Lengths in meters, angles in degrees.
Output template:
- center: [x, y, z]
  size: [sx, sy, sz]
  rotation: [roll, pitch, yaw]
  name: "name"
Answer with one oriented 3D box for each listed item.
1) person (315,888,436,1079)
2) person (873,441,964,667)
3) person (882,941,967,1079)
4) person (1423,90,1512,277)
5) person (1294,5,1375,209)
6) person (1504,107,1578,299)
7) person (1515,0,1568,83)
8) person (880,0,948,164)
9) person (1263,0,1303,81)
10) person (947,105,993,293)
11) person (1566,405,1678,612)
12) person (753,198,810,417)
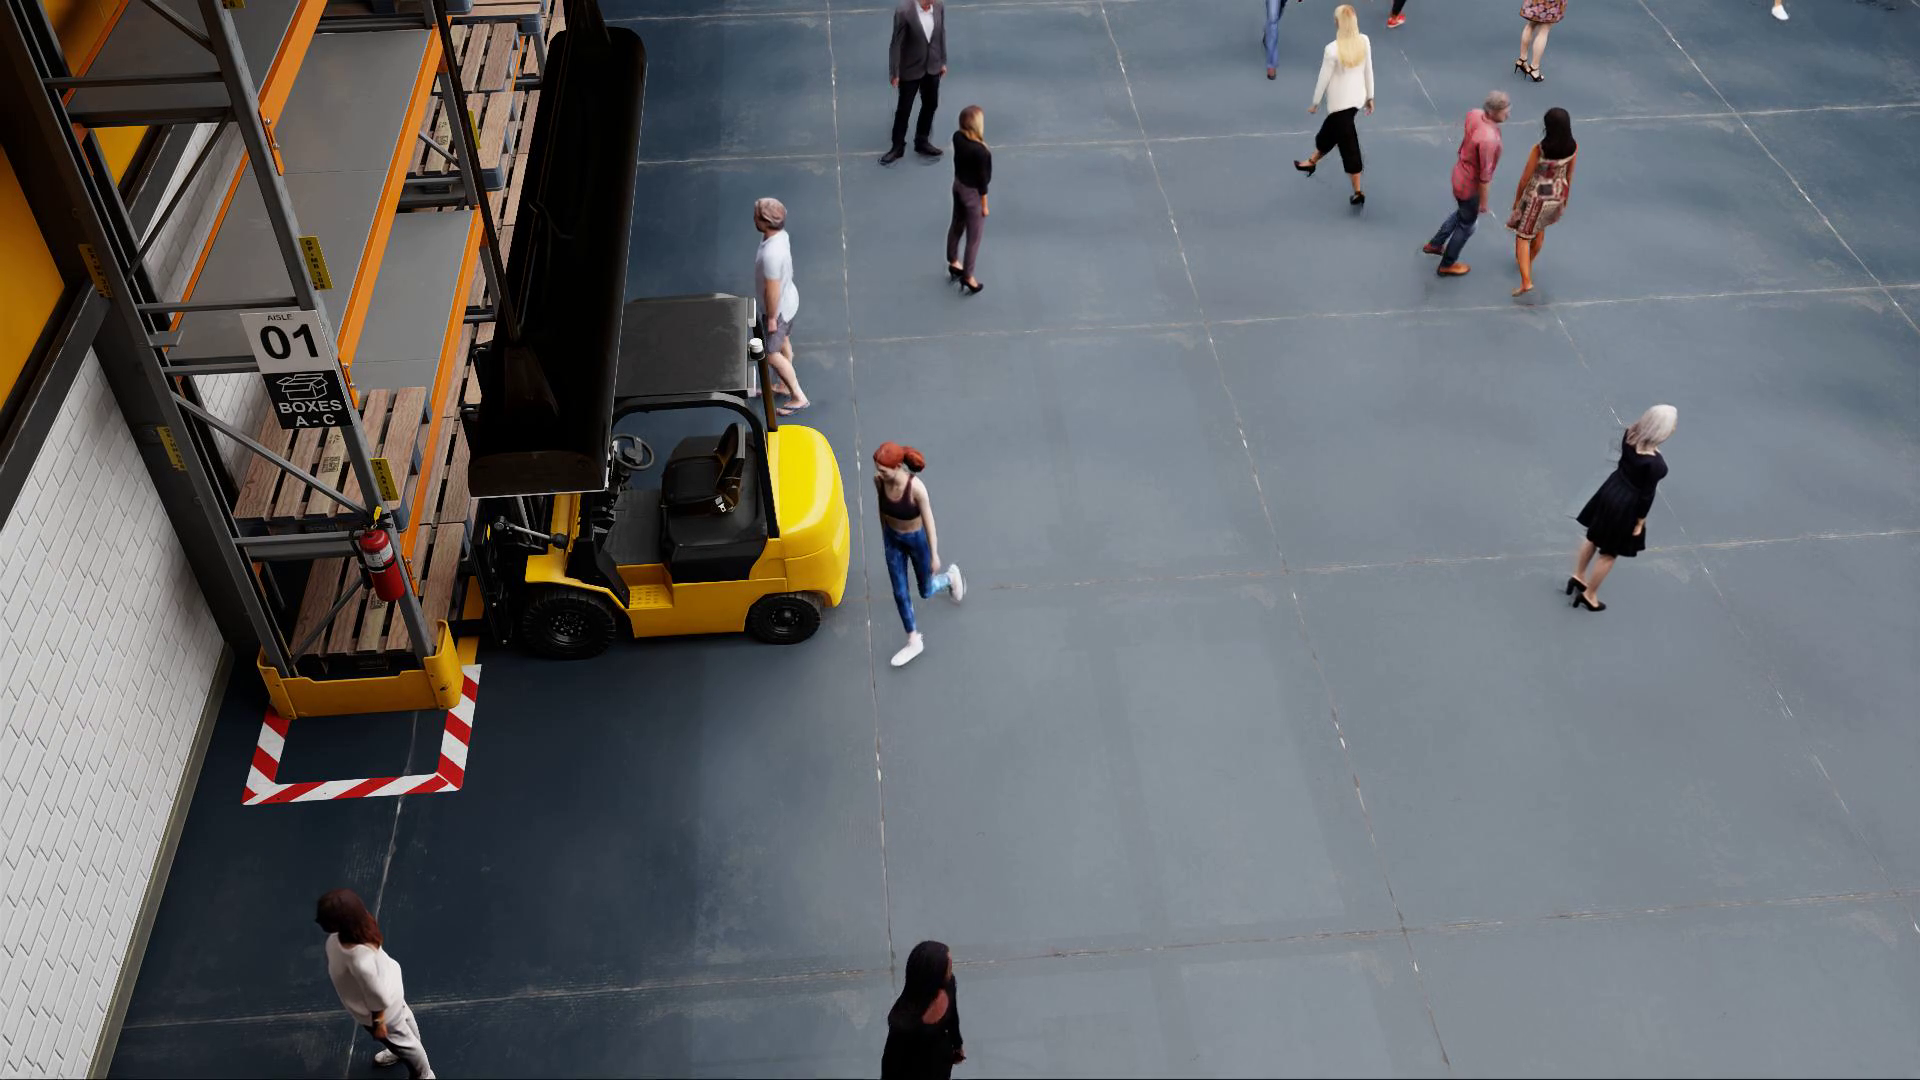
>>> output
- center: [-2.983, 2.296, 8.490]
  size: [0.731, 1.688, 0.601]
  rotation: [-19, 47, -19]
  name: "person"
- center: [-0.288, 0.010, 10.840]
  size: [1.001, 1.757, 1.119]
  rotation: [20, 47, 20]
  name: "person"
- center: [-0.250, 2.597, 8.166]
  size: [0.768, 1.700, 0.827]
  rotation: [-26, 50, -25]
  name: "person"
- center: [4.243, -2.955, 13.915]
  size: [0.793, 1.808, 0.595]
  rotation: [-10, 45, -11]
  name: "person"
- center: [3.494, -3.786, 14.803]
  size: [0.958, 1.787, 1.223]
  rotation: [-17, 46, -17]
  name: "person"
- center: [4.853, -2.803, 13.891]
  size: [0.666, 1.623, 0.934]
  rotation: [-6, 44, -7]
  name: "person"
- center: [5.859, -5.439, 16.548]
  size: [0.782, 1.773, 0.675]
  rotation: [-12, 45, -12]
  name: "person"
- center: [-0.423, -4.364, 15.387]
  size: [0.941, 1.818, 0.835]
  rotation: [-16, 46, -16]
  name: "person"
- center: [3.232, -5.652, 16.800]
  size: [0.724, 1.734, 1.246]
  rotation: [2, 44, 2]
  name: "person"
- center: [0.065, -2.851, 13.911]
  size: [0.753, 1.664, 0.647]
  rotation: [-23, 48, -23]
  name: "person"
- center: [4.408, -0.213, 11.086]
  size: [0.689, 1.740, 0.539]
  rotation: [-9, 44, -9]
  name: "person"
- center: [-1.345, -1.786, 12.674]
  size: [0.761, 1.829, 0.631]
  rotation: [-3, 44, -3]
  name: "person"
